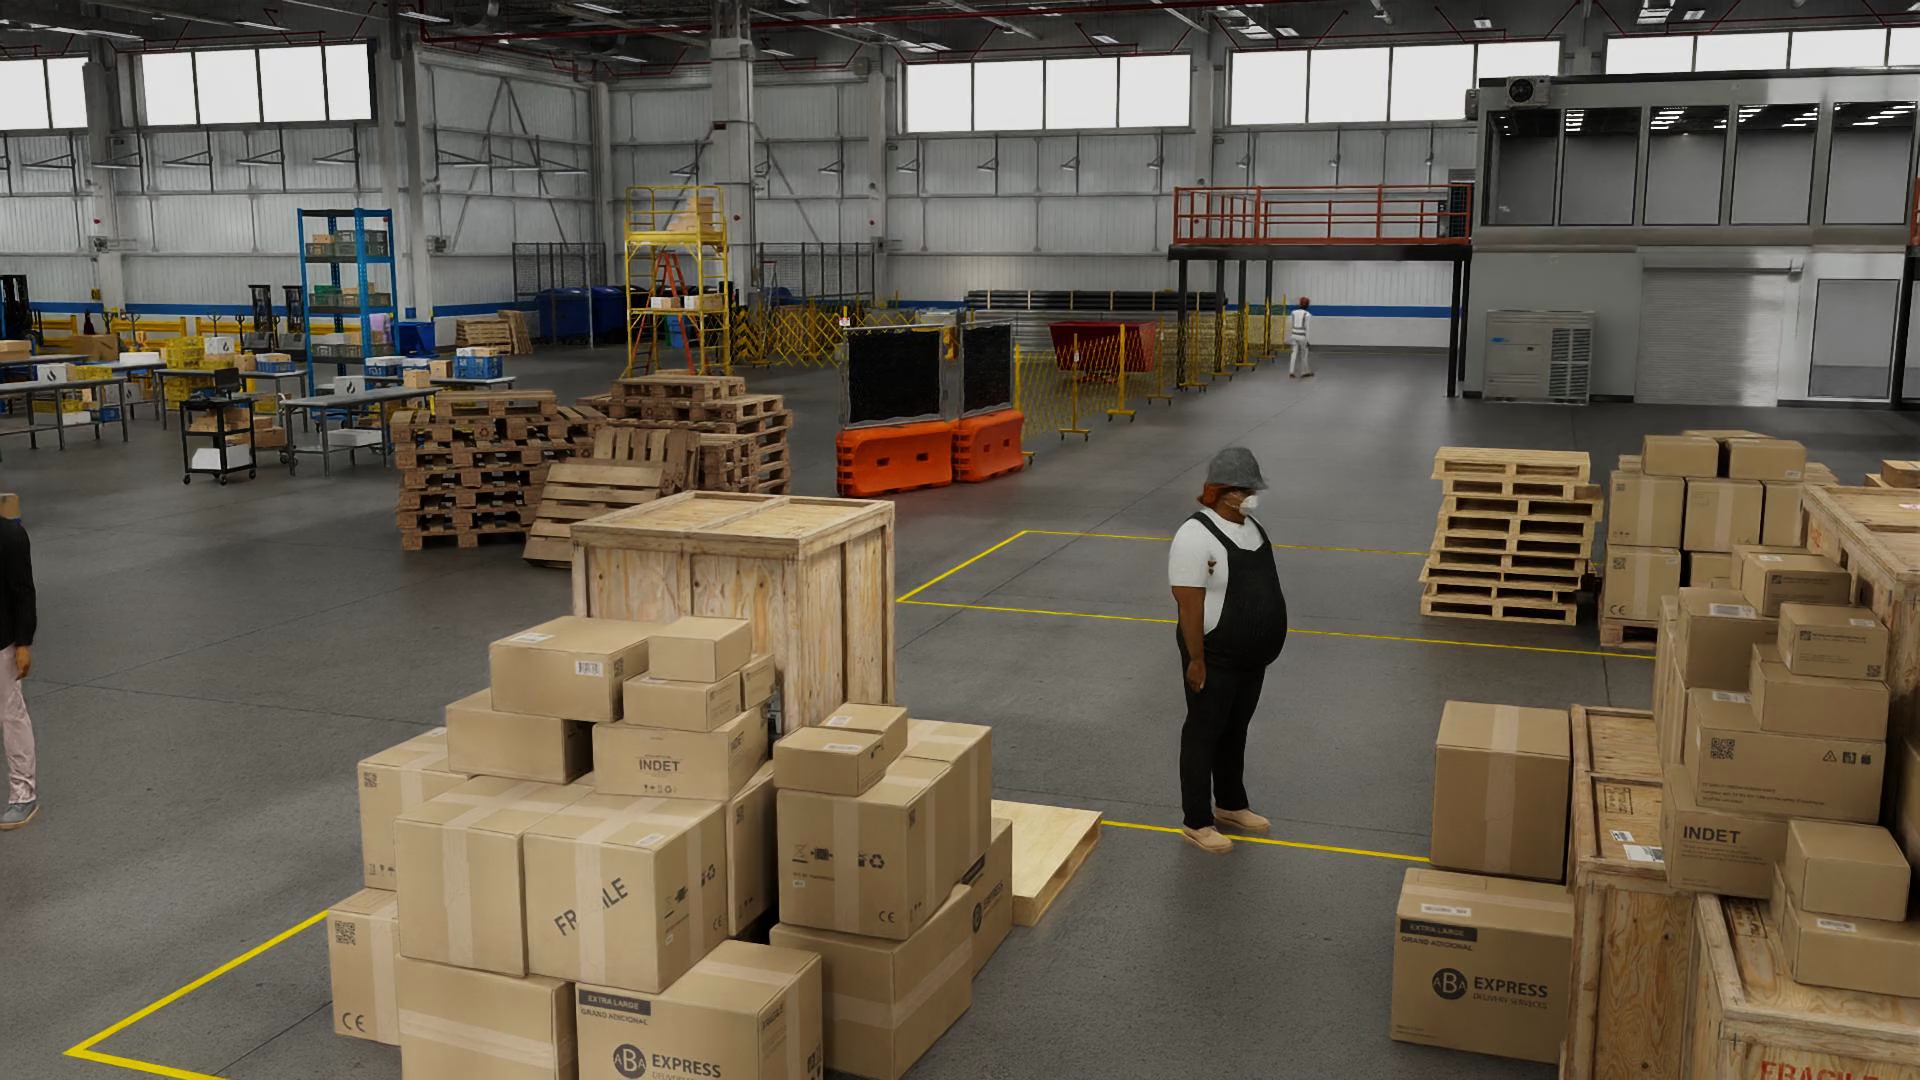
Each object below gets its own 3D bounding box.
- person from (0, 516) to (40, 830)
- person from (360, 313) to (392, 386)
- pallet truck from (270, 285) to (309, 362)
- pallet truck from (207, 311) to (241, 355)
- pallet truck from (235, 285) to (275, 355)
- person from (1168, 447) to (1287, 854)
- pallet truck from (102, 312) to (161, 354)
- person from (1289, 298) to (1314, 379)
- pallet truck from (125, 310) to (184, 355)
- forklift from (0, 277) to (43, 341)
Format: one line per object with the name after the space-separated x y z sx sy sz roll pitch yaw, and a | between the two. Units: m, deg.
-5.104 0.520 8.635 0.611 1.997 0.374 1 10 5 | person
-11.808 -3.941 33.625 0.615 2.042 0.375 -8 13 -37 | person
-17.147 -5.700 43.663 0.823 1.965 1.885 3 11 17 | pallet truck
-19.537 -5.575 44.913 0.653 1.274 1.630 3 11 19 | pallet truck
-18.327 -5.835 44.421 0.823 1.965 1.885 4 11 23 | pallet truck
1.387 0.537 8.417 0.538 2.000 0.684 8 13 39 | person
-23.057 -5.777 46.261 0.680 1.201 1.601 3 11 19 | pallet truck
7.728 -4.566 37.728 0.751 1.858 0.642 -8 13 -39 | person
-22.038 -5.665 45.457 0.704 1.261 1.522 3 11 17 | pallet truck
-27.151 -6.329 46.328 1.157 1.987 2.680 3 11 17 | forklift
